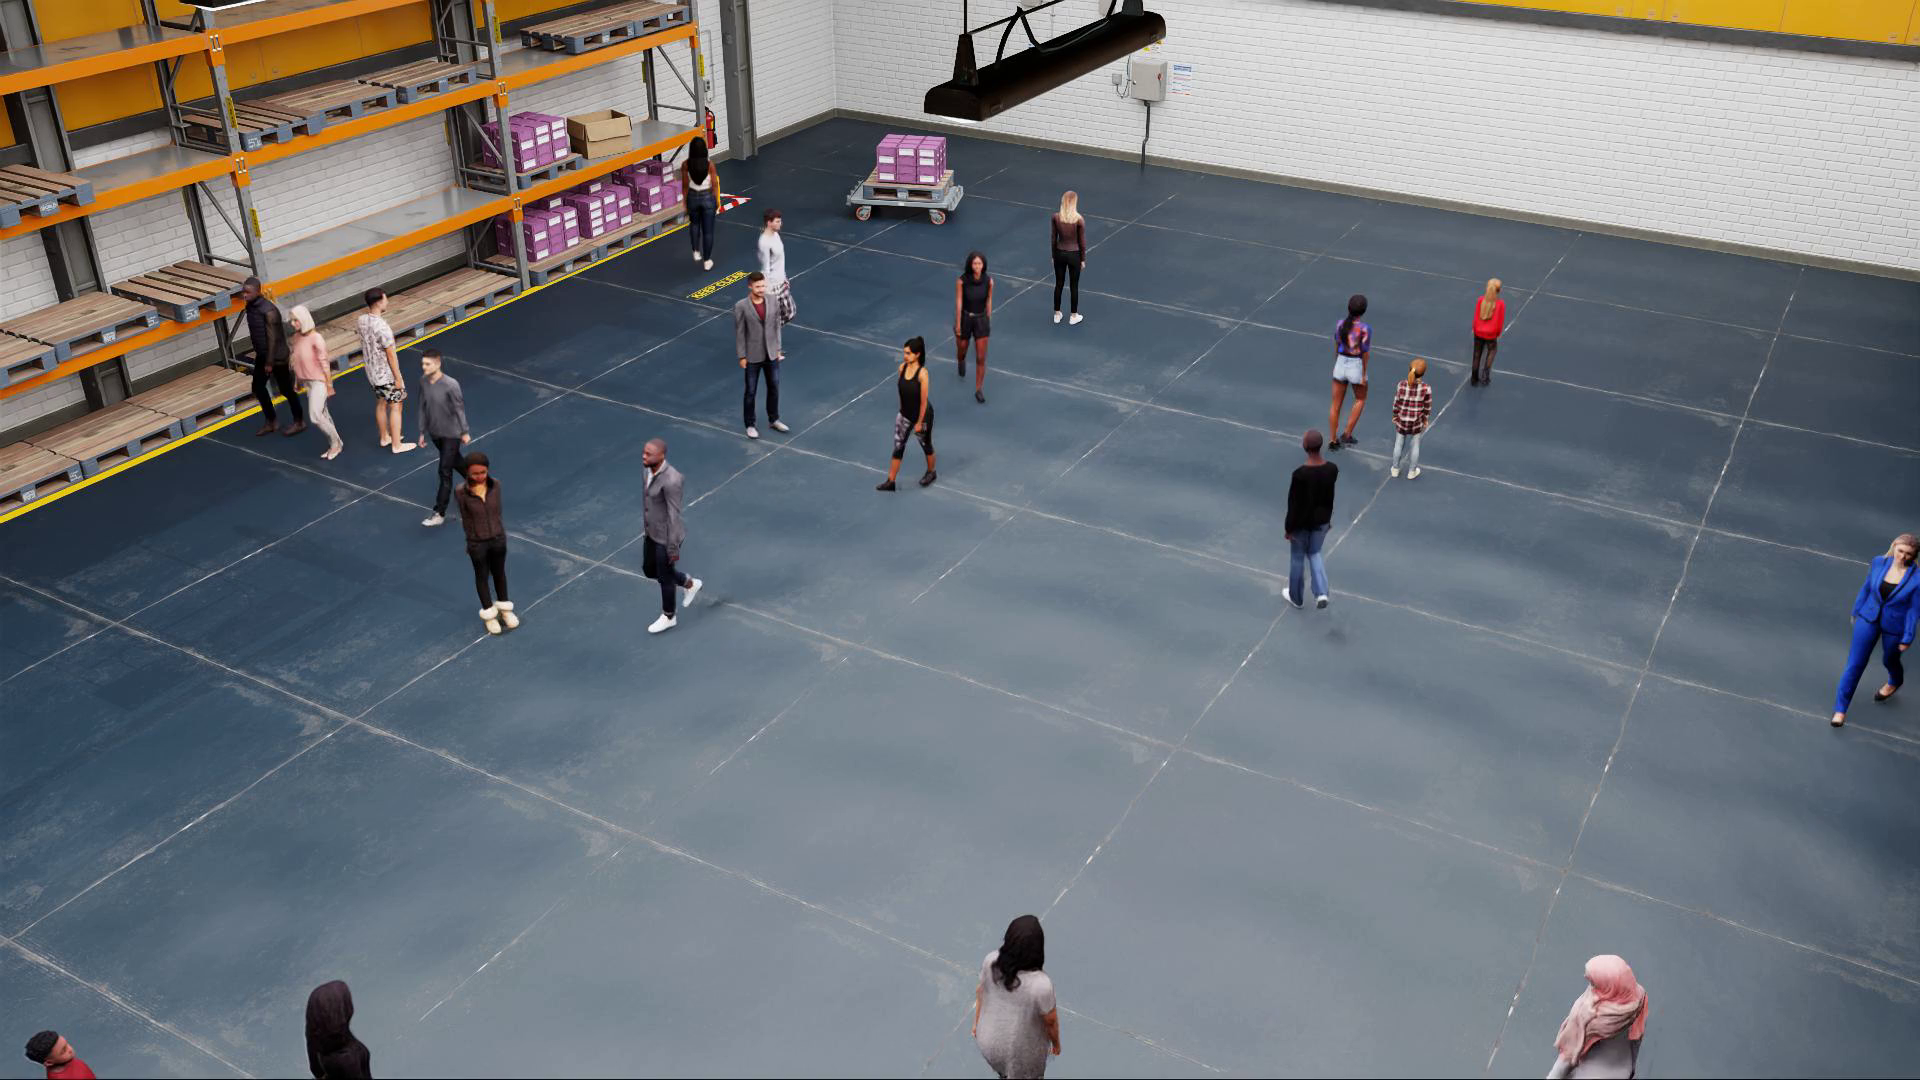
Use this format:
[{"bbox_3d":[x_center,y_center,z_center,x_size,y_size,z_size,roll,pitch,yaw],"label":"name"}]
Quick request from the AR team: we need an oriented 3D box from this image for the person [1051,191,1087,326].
[{"bbox_3d":[1.353,-3.554,20.923,0.628,1.704,0.543,11,30,19],"label":"person"}]

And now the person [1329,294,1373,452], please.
[{"bbox_3d":[4.065,-1.732,17.549,0.635,1.736,0.644,19,34,31],"label":"person"}]

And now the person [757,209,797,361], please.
[{"bbox_3d":[-2.296,-3.070,19.893,0.803,1.841,0.745,9,30,15],"label":"person"}]

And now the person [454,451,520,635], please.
[{"bbox_3d":[-4.125,-0.010,14.472,0.737,1.661,0.676,7,29,12],"label":"person"}]

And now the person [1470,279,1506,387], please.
[{"bbox_3d":[6.071,-2.380,19.224,0.499,1.271,0.511,13,31,23],"label":"person"}]

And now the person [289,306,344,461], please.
[{"bbox_3d":[-6.701,-1.687,17.489,0.634,1.716,0.618,20,34,32],"label":"person"}]

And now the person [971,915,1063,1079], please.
[{"bbox_3d":[0.255,2.830,9.346,0.695,1.584,0.811,20,34,32],"label":"person"}]

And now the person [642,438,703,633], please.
[{"bbox_3d":[-2.500,-0.064,14.420,0.973,1.804,0.884,-21,35,-34],"label":"person"}]

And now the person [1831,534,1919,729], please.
[{"bbox_3d":[7.395,0.667,13.230,1.239,1.662,0.904,-21,35,-33],"label":"person"}]

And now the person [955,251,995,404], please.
[{"bbox_3d":[0.133,-2.458,18.897,0.976,1.721,1.083,-5,29,-8],"label":"person"}]

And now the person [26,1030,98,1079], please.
[{"bbox_3d":[-4.837,3.160,9.084,0.622,1.256,0.585,-13,31,-22],"label":"person"}]

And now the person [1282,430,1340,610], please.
[{"bbox_3d":[3.109,-0.122,14.602,0.899,1.733,0.959,-7,29,-13],"label":"person"}]

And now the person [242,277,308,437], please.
[{"bbox_3d":[-7.343,-1.994,17.948,0.737,1.816,0.780,19,34,31],"label":"person"}]

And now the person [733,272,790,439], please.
[{"bbox_3d":[-2.153,-2.008,17.920,0.703,1.867,0.825,-15,32,-25],"label":"person"}]

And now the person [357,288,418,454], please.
[{"bbox_3d":[-6.113,-1.791,17.581,0.709,1.809,0.626,21,35,33],"label":"person"}]

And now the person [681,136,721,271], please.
[{"bbox_3d":[-3.550,-4.566,22.681,0.743,1.798,0.788,5,29,8],"label":"person"}]

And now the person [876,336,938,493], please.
[{"bbox_3d":[-0.387,-1.279,16.829,0.678,1.631,1.043,21,35,33],"label":"person"}]

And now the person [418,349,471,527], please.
[{"bbox_3d":[-5.002,-1.060,16.347,0.704,1.708,1.160,13,31,22],"label":"person"}]

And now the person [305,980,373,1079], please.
[{"bbox_3d":[-3.197,3.036,8.738,0.640,1.803,0.553,22,36,35],"label":"person"}]

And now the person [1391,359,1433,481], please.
[{"bbox_3d":[4.638,-1.254,17.124,0.554,1.305,0.535,11,30,19],"label":"person"}]

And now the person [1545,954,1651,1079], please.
[{"bbox_3d":[3.462,2.901,9.003,0.796,1.787,0.875,-2,29,-3],"label":"person"}]
